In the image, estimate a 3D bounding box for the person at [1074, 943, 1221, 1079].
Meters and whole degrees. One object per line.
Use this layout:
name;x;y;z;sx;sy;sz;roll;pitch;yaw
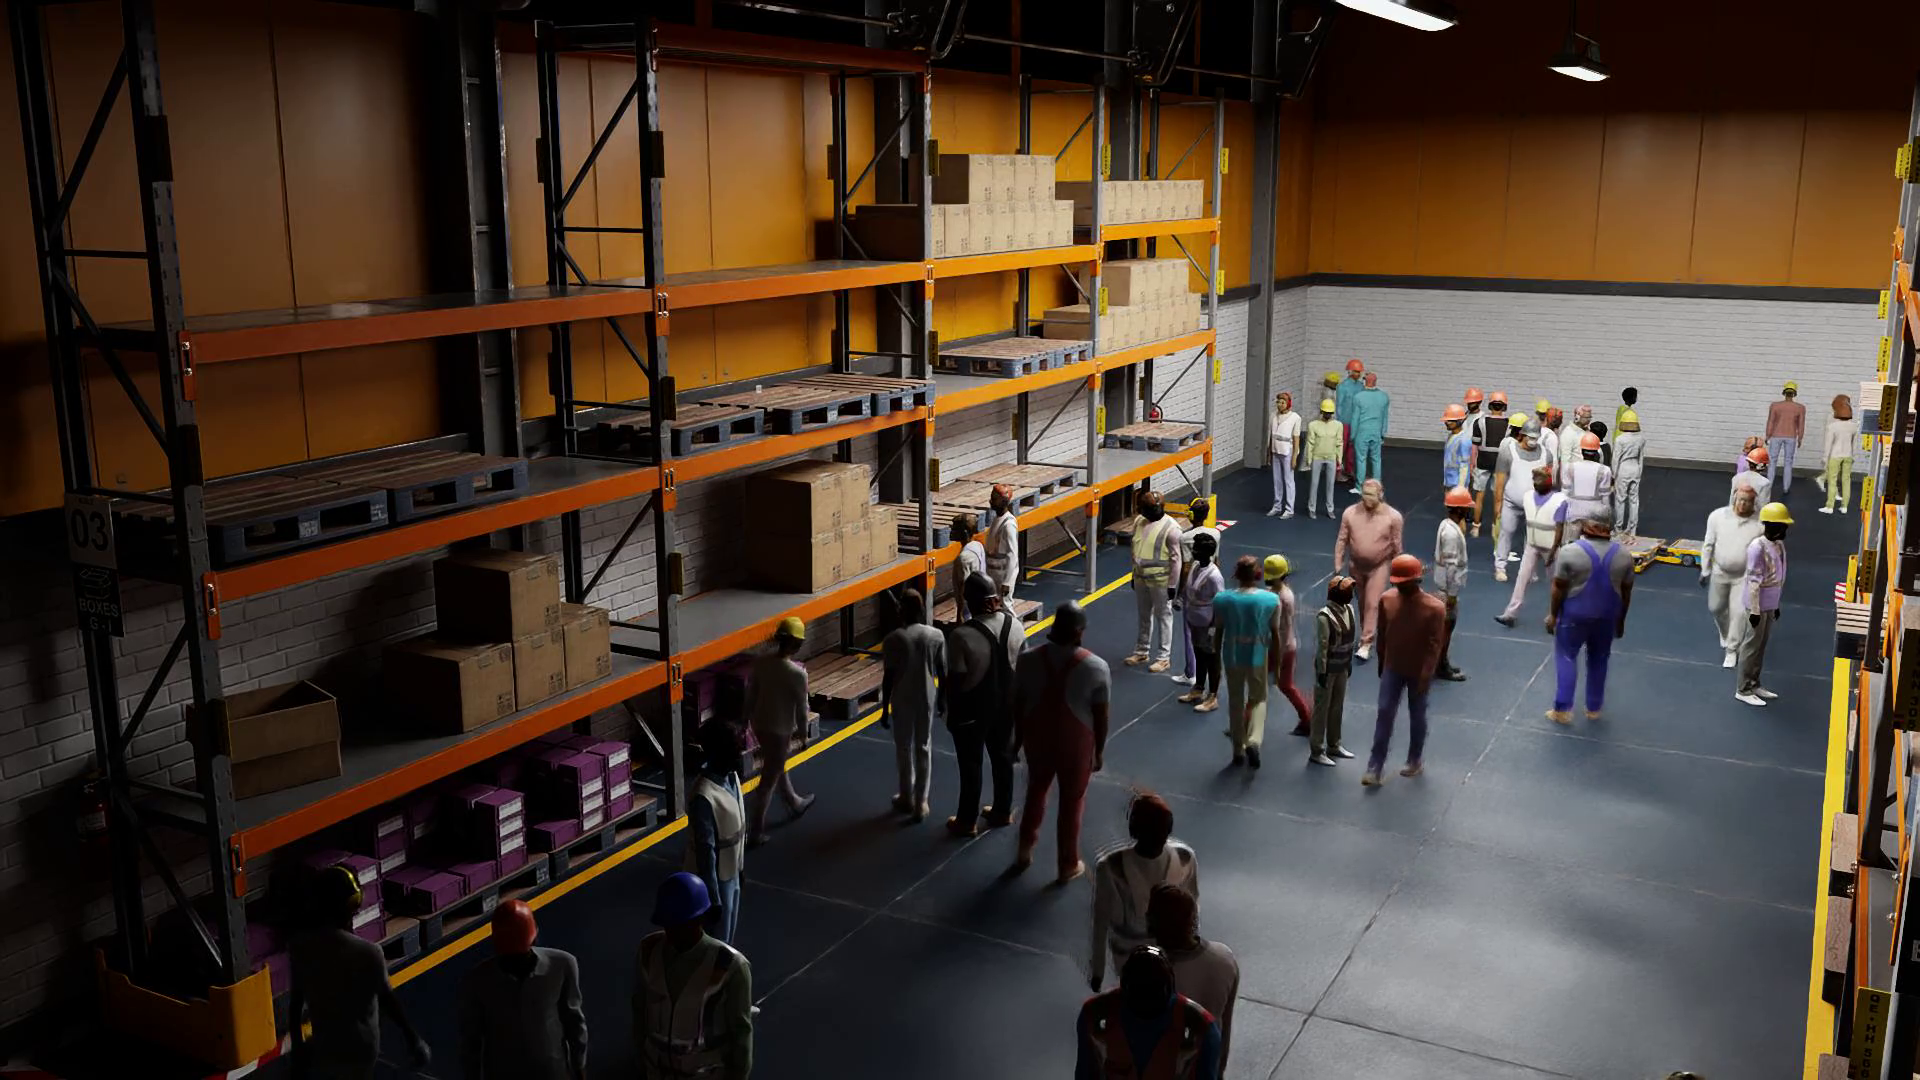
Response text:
person;0.781;2.569;7.091;0.623;1.835;0.431;3;13;14

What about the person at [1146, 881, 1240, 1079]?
person;0.939;2.444;7.489;0.639;1.902;0.406;-9;16;-36

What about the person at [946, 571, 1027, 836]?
person;0.150;1.217;12.661;0.681;2.000;0.535;-9;15;-34

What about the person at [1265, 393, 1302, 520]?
person;4.693;-1.222;24.044;0.390;1.837;0.561;-8;15;-33

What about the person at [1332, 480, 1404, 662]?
person;4.212;0.292;17.231;0.658;1.847;1.020;7;15;30

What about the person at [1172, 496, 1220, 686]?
person;2.301;0.500;16.257;0.538;1.869;0.313;-8;15;-33

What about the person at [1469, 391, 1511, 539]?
person;7.277;-1.022;22.724;0.618;2.028;0.410;3;13;12

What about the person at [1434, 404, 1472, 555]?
person;6.352;-0.740;21.448;0.416;2.035;0.609;-1;13;-4

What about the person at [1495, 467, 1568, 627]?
person;6.342;0.093;18.273;0.991;1.784;0.573;-9;16;-36

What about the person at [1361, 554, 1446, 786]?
person;3.617;1.064;13.580;0.620;1.932;0.932;9;16;36

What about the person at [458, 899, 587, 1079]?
person;-2.015;2.471;7.728;0.574;1.738;0.354;-5;13;-20

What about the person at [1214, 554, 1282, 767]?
person;2.401;1.036;13.957;0.575;1.826;0.491;3;13;13

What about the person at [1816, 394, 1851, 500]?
person;13.428;-1.436;25.496;0.514;1.616;0.538;-6;14;-24

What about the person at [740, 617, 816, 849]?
person;-1.347;1.418;12.529;0.585;1.690;0.910;10;16;37

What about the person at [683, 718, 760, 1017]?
person;-1.398;1.953;9.634;0.386;1.921;0.596;1;13;5

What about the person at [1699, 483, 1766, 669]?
person;7.943;0.321;17.035;0.646;1.882;0.755;8;15;33

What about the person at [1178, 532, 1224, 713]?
person;2.271;0.758;15.492;0.322;1.697;0.535;-4;13;-16

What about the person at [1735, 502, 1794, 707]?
person;7.599;0.591;15.711;0.359;1.930;0.588;12;17;42

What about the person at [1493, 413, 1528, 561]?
person;7.114;-0.684;21.457;0.394;1.918;0.585;1;13;6

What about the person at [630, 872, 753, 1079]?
person;-1.219;2.410;7.528;0.602;1.948;0.385;5;13;20

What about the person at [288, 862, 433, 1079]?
person;-2.800;2.384;7.892;0.525;1.834;0.845;5;14;23

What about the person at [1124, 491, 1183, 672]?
person;1.944;0.408;16.749;0.430;1.837;0.624;-10;16;-38

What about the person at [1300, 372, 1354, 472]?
person;6.128;-1.962;27.693;0.913;1.670;0.554;0;13;-2

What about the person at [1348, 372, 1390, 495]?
person;6.316;-1.654;25.820;0.644;1.907;0.400;-4;13;-16

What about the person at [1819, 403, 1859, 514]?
person;12.893;-1.198;24.387;0.499;1.634;0.279;-1;13;-3

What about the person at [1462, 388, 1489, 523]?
person;7.319;-1.214;23.794;0.387;1.931;0.543;-6;14;-24

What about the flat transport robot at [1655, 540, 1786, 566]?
flat transport robot;9.698;0.203;21.197;1.431;0.197;0.652;9;15;34

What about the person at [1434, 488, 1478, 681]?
person;4.876;0.430;16.456;0.367;1.931;0.585;3;13;14

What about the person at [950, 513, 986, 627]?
person;0.081;0.648;15.678;0.345;1.838;0.507;4;13;18

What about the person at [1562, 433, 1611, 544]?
person;7.407;-0.300;19.715;0.549;1.939;0.388;7;14;27

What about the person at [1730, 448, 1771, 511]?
person;9.412;-0.231;19.789;0.335;1.753;0.563;-4;13;-18

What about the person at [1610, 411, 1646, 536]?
person;9.147;-0.908;22.862;0.485;1.737;0.320;-4;13;-17

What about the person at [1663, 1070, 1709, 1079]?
person;2.475;2.778;5.902;0.354;1.937;0.635;-5;13;-20

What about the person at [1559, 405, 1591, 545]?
person;8.291;-0.871;22.349;0.651;1.895;0.400;-11;17;-40

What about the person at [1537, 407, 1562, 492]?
person;7.853;-0.852;22.297;0.363;1.879;0.585;0;13;-2

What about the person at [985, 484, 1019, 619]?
person;0.412;0.358;16.861;0.350;1.884;0.583;-3;13;-13

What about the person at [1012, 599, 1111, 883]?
person;0.740;1.396;11.861;0.699;2.000;0.581;4;13;19

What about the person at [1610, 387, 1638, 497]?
person;10.263;-1.519;25.687;0.317;1.695;0.540;1;13;5

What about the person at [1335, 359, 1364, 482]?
person;6.318;-1.941;26.932;0.619;1.989;0.403;-9;16;-36

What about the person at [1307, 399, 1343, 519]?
person;5.251;-1.164;23.956;0.525;1.760;0.340;0;13;-1

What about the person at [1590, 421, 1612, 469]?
person;8.519;-0.747;22.245;0.320;1.693;0.537;12;17;42

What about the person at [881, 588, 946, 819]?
person;-0.365;1.263;12.922;0.535;1.836;0.519;-5;13;-19

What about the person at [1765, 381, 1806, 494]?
person;12.824;-1.591;25.881;0.534;1.756;0.338;4;13;18

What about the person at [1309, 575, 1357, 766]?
person;3.178;1.096;14.132;0.313;1.634;0.514;12;17;42

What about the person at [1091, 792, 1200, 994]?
person;0.961;2.184;8.793;0.586;1.852;0.945;-5;13;-20

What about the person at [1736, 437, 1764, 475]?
person;10.104;-0.525;21.388;0.313;1.631;0.523;2;13;7

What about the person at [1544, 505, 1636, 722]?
person;5.745;0.655;15.176;0.727;2.000;0.667;1;13;5

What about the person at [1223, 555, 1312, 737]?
person;2.805;0.932;14.701;0.820;1.708;0.598;-2;13;-11

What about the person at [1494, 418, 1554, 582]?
person;6.896;-0.492;20.312;0.682;2.000;0.536;1;13;3
